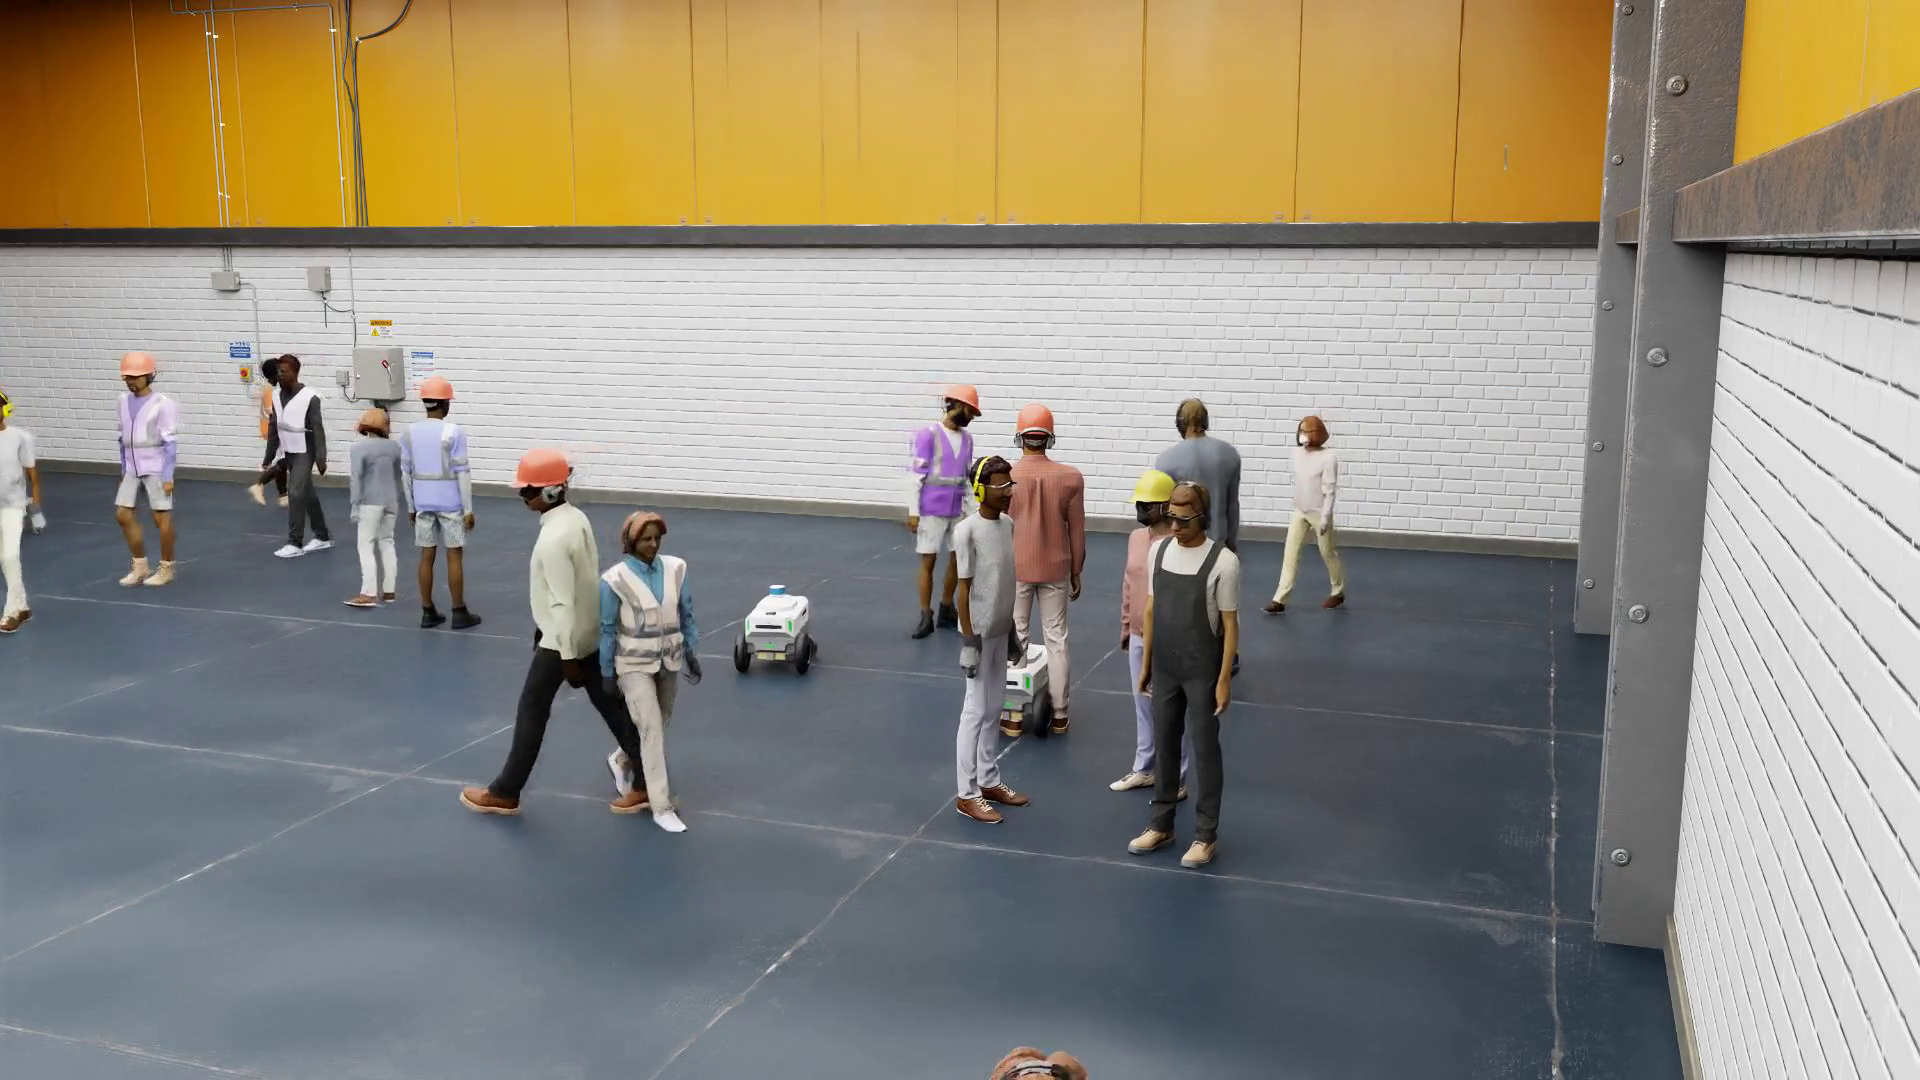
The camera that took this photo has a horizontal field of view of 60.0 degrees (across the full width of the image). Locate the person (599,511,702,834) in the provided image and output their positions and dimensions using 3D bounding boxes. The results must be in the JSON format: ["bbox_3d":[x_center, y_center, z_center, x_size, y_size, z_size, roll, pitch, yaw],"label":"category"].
[{"bbox_3d":[-1.627,0.628,8.499,0.780,1.610,0.511,10,14,44],"label":"person"}]

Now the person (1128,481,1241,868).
[{"bbox_3d":[1.069,0.626,7.865,0.506,1.840,0.345,9,13,40],"label":"person"}]

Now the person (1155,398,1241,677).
[{"bbox_3d":[1.602,0.016,11.064,0.645,1.919,0.591,-4,11,-20],"label":"person"}]

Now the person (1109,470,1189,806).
[{"bbox_3d":[1.020,0.517,8.722,0.346,1.769,0.534,-6,12,-32],"label":"person"}]

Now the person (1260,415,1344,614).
[{"bbox_3d":[2.791,-0.201,13.217,0.852,1.583,0.516,-7,12,-35],"label":"person"}]

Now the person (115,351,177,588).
[{"bbox_3d":[-6.945,-0.576,14.082,0.648,2.029,0.572,3,11,17],"label":"person"}]

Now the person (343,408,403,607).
[{"bbox_3d":[-4.805,-0.268,13.588,0.357,1.594,0.667,5,11,28],"label":"person"}]

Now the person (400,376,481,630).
[{"bbox_3d":[-3.959,-0.282,12.706,0.551,1.933,0.377,2,10,12],"label":"person"}]

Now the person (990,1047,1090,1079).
[{"bbox_3d":[0.091,1.647,2.766,0.519,1.610,0.787,0,10,0],"label":"person"}]

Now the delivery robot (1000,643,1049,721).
[{"bbox_3d":[0.361,0.813,10.162,0.477,0.478,0.707,3,10,17],"label":"delivery robot"}]

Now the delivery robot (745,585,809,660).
[{"bbox_3d":[-1.271,0.557,11.601,0.477,0.478,0.707,1,10,4],"label":"delivery robot"}]

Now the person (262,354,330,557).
[{"bbox_3d":[-6.325,-0.795,15.693,0.586,1.890,0.856,7,12,33],"label":"person"}]

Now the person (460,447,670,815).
[{"bbox_3d":[-2.004,0.479,8.446,1.084,1.933,0.619,1,10,7],"label":"person"}]

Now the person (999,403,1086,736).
[{"bbox_3d":[0.443,0.183,9.918,0.611,1.995,0.381,-2,10,-9],"label":"person"}]

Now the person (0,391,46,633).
[{"bbox_3d":[-7.309,-0.217,12.615,0.550,1.855,0.650,1,10,4],"label":"person"}]

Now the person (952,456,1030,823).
[{"bbox_3d":[0.159,0.494,8.521,0.325,1.871,0.517,6,12,29],"label":"person"}]

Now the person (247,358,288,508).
[{"bbox_3d":[-7.588,-1.169,18.368,0.478,1.686,0.547,-3,11,-17],"label":"person"}]

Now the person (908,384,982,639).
[{"bbox_3d":[-0.145,-0.208,12.450,0.669,1.888,0.370,-9,14,-42],"label":"person"}]
